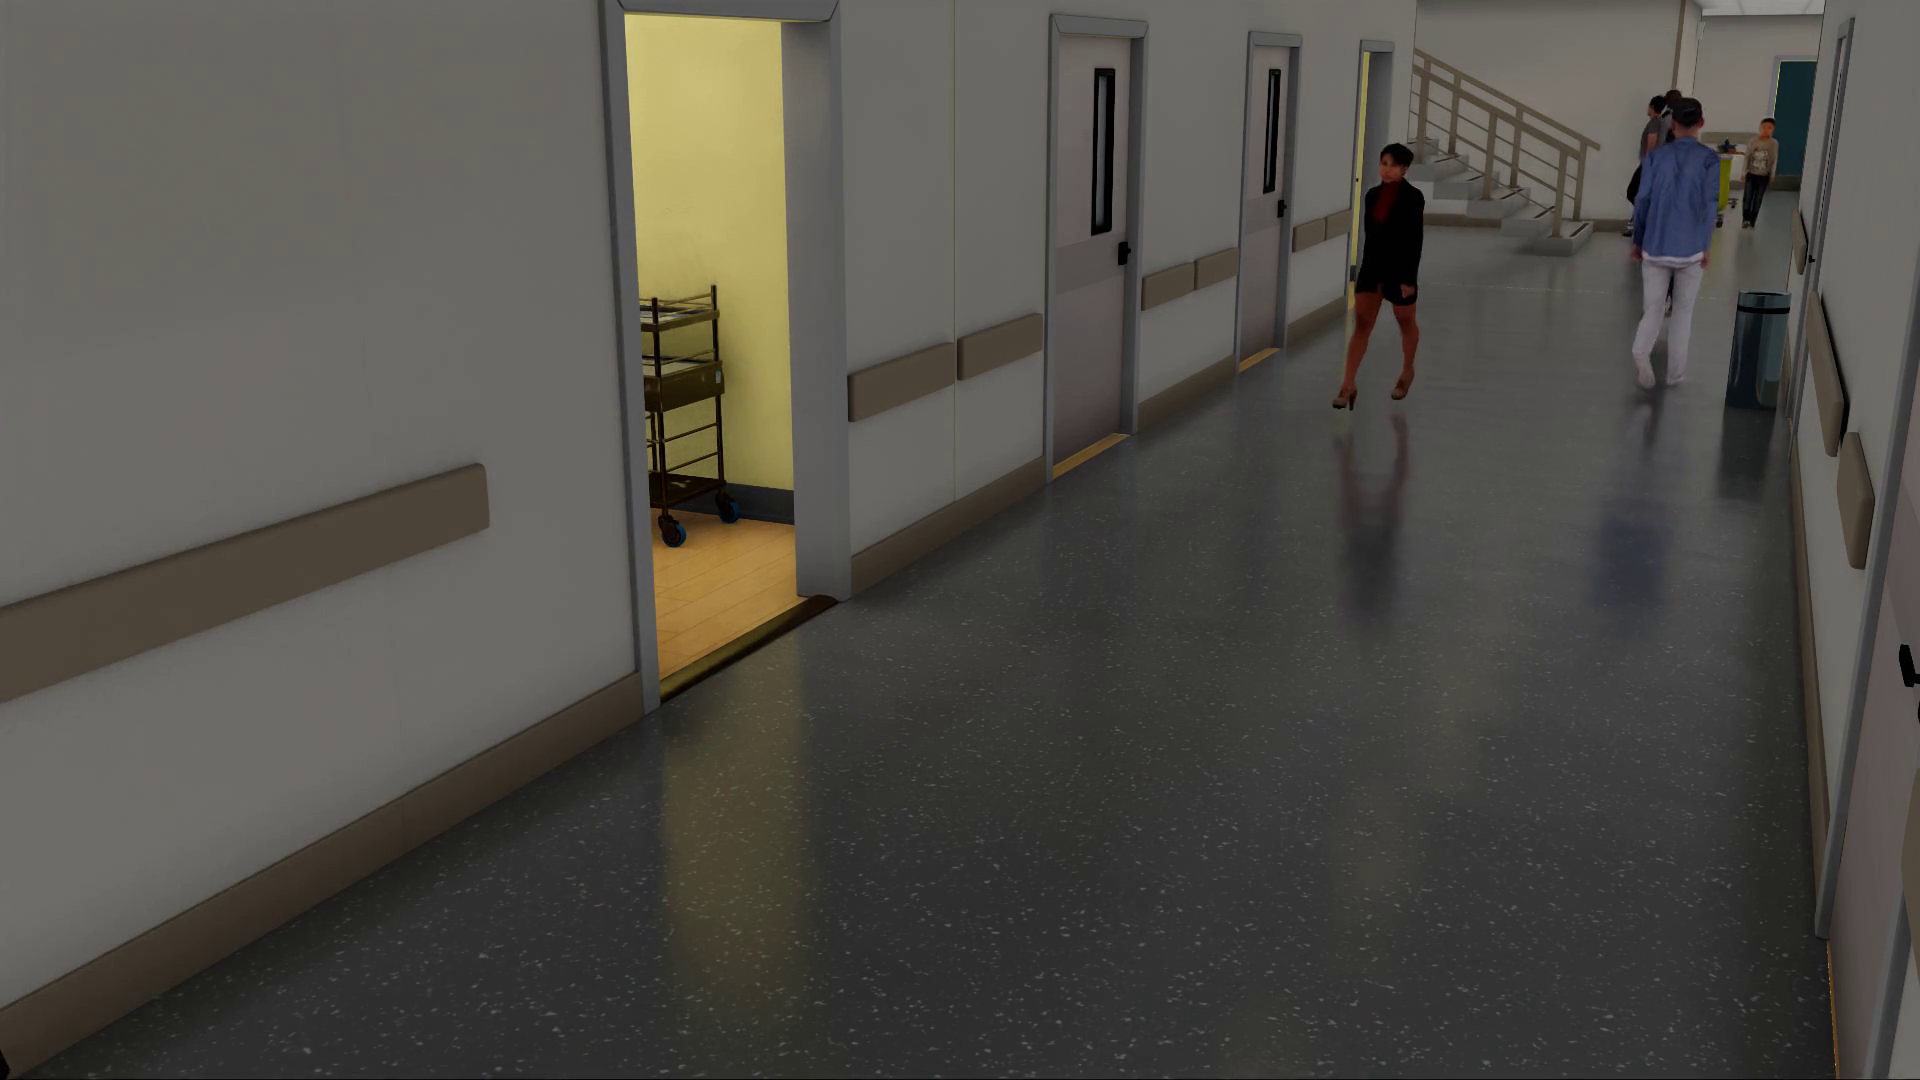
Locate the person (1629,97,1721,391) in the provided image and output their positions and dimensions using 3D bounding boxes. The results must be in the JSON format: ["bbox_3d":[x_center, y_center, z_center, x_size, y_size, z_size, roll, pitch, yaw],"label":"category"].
[{"bbox_3d":[4.591,-1.868,10.728,0.996,1.857,0.782,10,18,31],"label":"person"}]

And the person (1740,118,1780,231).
[{"bbox_3d":[10.501,-4.797,21.884,0.875,1.442,0.660,6,17,21],"label":"person"}]

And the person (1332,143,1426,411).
[{"bbox_3d":[2.651,-1.558,10.145,1.084,1.577,0.833,13,21,39],"label":"person"}]

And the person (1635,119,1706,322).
[{"bbox_3d":[5.925,-2.640,13.726,1.017,1.716,1.184,-13,21,-39],"label":"person"}]

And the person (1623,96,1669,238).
[{"bbox_3d":[8.705,-4.656,20.835,0.654,1.739,0.668,7,17,25],"label":"person"}]

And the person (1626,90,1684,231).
[{"bbox_3d":[8.930,-4.816,21.301,1.182,1.793,0.765,5,16,17],"label":"person"}]
